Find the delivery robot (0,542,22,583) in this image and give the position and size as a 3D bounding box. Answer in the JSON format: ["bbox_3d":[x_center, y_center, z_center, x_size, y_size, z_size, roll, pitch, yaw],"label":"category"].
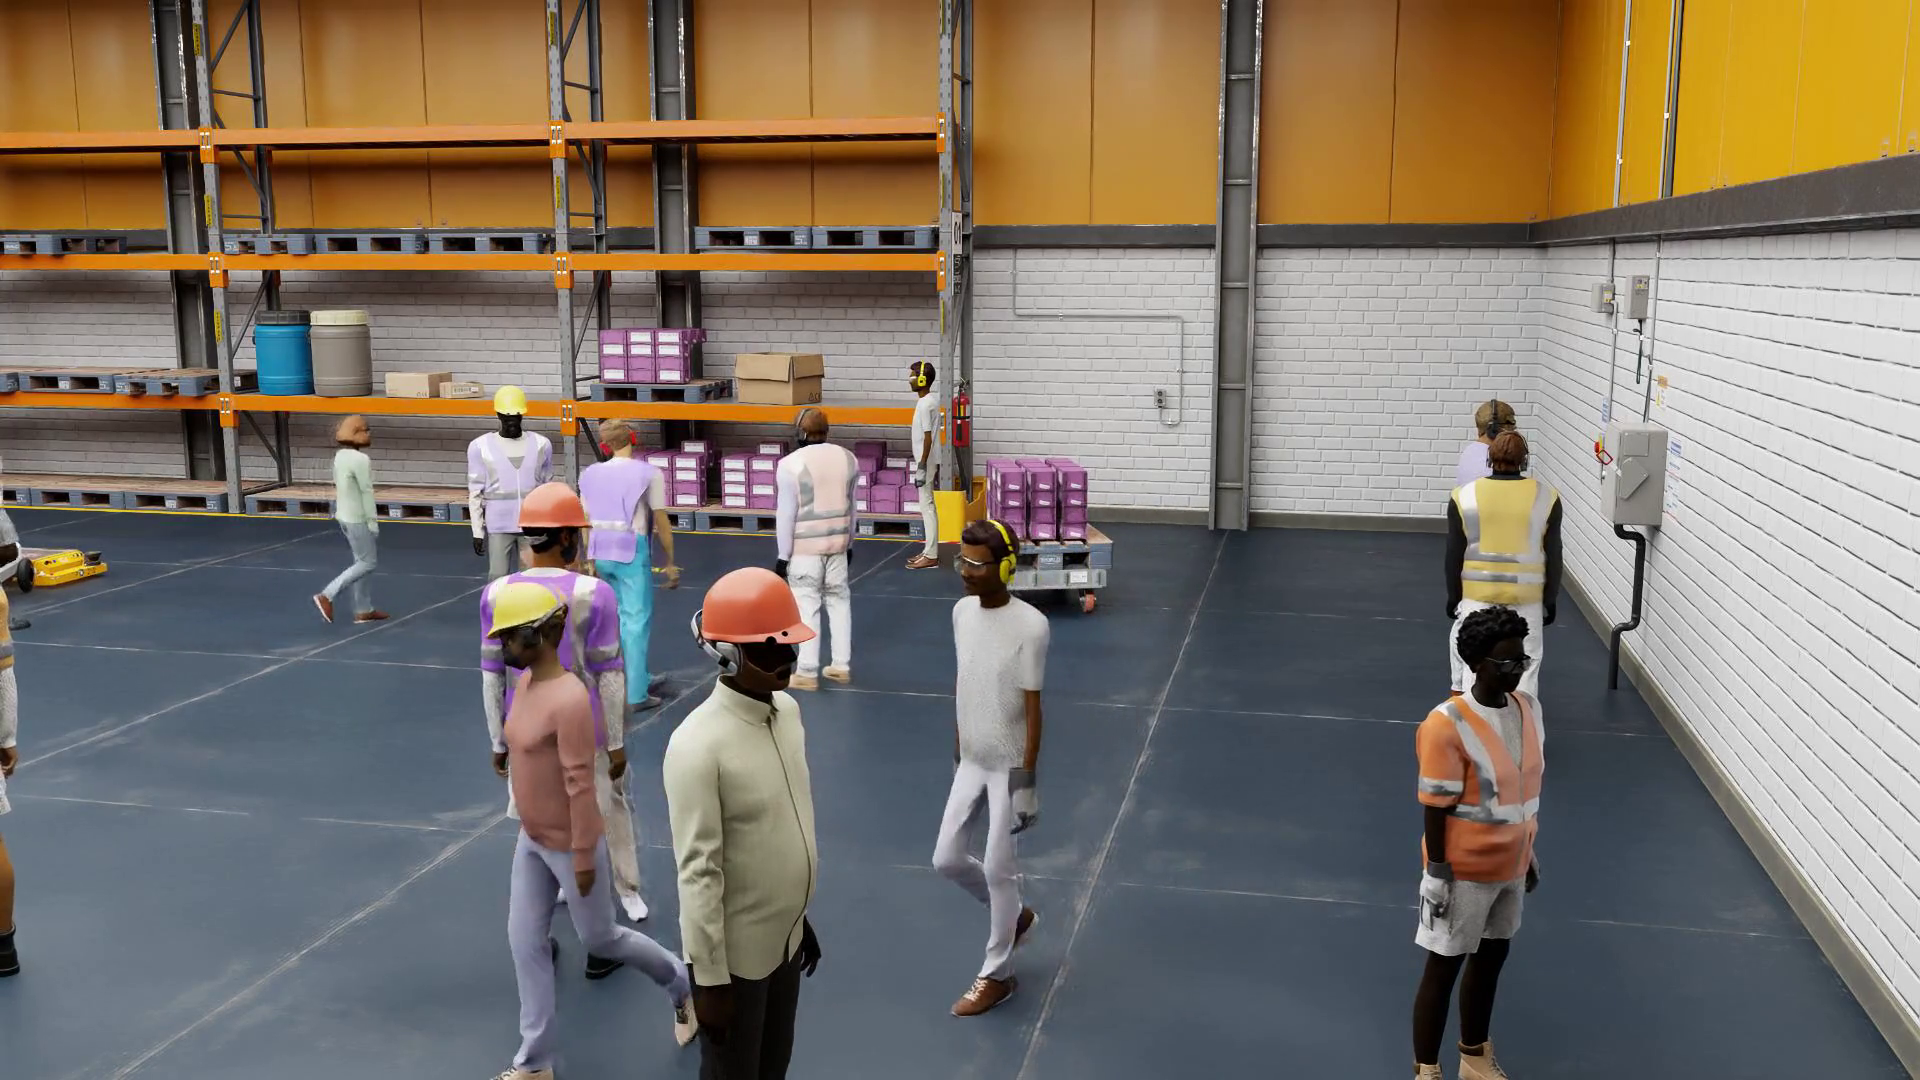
[{"bbox_3d":[-7.957,0.171,13.606,0.477,0.478,0.707,-2,10,-14],"label":"delivery robot"}]

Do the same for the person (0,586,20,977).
[{"bbox_3d":[-3.891,0.762,6.334,0.381,1.931,0.542,7,12,37],"label":"person"}]

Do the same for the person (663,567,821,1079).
[{"bbox_3d":[-0.547,1.053,4.402,0.376,1.995,0.612,3,10,17],"label":"person"}]

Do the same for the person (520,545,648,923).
[{"bbox_3d":[-1.583,0.799,7.028,0.351,1.612,0.648,-9,13,-44],"label":"person"}]

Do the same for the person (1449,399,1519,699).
[{"bbox_3d":[3.213,0.105,10.186,0.371,1.939,0.630,1,10,3],"label":"person"}]

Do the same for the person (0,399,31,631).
[{"bbox_3d":[-7.326,-0.258,12.405,0.543,1.923,0.548,-1,10,-3],"label":"person"}]

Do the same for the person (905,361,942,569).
[{"bbox_3d":[-0.331,-0.675,15.007,0.326,1.872,0.518,1,10,4],"label":"person"}]

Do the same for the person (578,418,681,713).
[{"bbox_3d":[-2.036,0.145,10.366,0.640,1.804,0.587,5,11,25],"label":"person"}]

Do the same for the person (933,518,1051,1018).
[{"bbox_3d":[0.144,0.831,6.133,0.440,1.856,0.522,-9,13,-43],"label":"person"}]

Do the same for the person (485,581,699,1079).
[{"bbox_3d":[-1.280,0.981,5.647,0.793,1.722,0.542,-7,12,-37],"label":"person"}]

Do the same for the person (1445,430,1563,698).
[{"bbox_3d":[3.013,0.312,9.248,0.619,1.845,0.430,3,10,18],"label":"person"}]

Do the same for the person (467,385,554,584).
[{"bbox_3d":[-3.066,-0.104,11.459,0.595,1.923,0.374,-6,11,-30],"label":"person"}]

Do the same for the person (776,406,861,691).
[{"bbox_3d":[-0.936,0.054,10.775,0.630,1.841,0.429,-8,12,-40],"label":"person"}]

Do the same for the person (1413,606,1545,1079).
[{"bbox_3d":[1.675,1.042,5.350,0.542,1.695,0.316,-7,12,-34],"label":"person"}]

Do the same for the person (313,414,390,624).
[{"bbox_3d":[-4.629,-0.139,12.574,0.544,1.613,0.514,-8,12,-39],"label":"person"}]

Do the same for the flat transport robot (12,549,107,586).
[{"bbox_3d":[-8.272,0.218,14.448,1.431,0.197,0.652,2,10,10],"label":"flat transport robot"}]

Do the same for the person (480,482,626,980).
[{"bbox_3d":[-1.551,0.743,6.428,0.545,1.933,0.376,1,10,6],"label":"person"}]
